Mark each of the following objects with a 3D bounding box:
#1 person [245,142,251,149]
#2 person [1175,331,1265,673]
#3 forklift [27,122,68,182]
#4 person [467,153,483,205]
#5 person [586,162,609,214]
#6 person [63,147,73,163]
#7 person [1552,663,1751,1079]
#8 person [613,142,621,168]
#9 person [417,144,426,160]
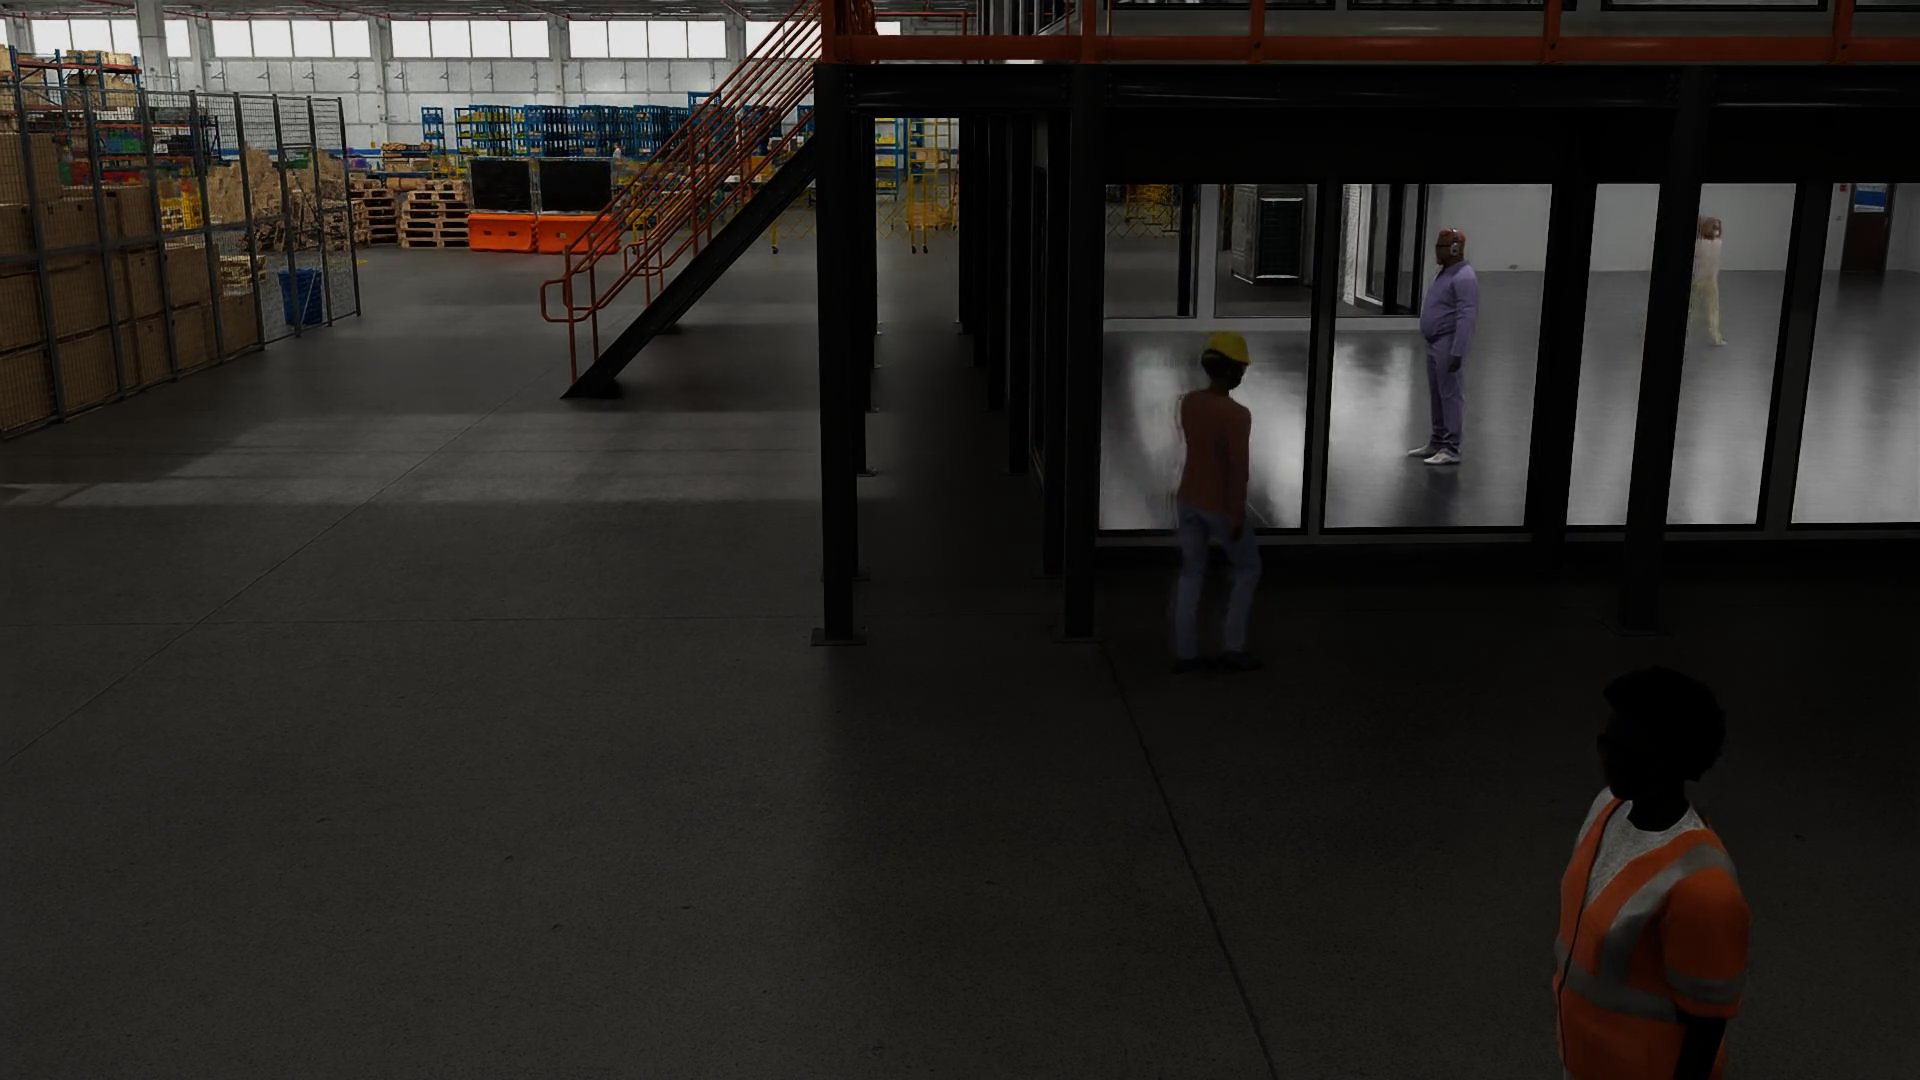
[{"bbox_3d":[-36.844,-19.646,85.951,0.691,1.867,0.663,5,15,20],"label":"person"},{"bbox_3d":[1.328,-0.180,8.380,0.578,1.738,0.519,-10,17,-34],"label":"person"},{"bbox_3d":[-35.376,-14.773,64.377,1.129,2.768,1.873,-1,14,-2],"label":"forklift"},{"bbox_3d":[-15.530,-11.508,53.497,1.005,1.819,0.561,3,14,14],"label":"person"},{"bbox_3d":[-10.389,-9.983,47.638,0.979,1.695,0.564,-10,17,-34],"label":"person"},{"bbox_3d":[-40.229,-16.888,75.084,0.662,1.782,0.432,10,17,35],"label":"person"},{"bbox_3d":[1.377,1.075,3.436,0.315,1.696,0.541,-1,14,-3],"label":"person"},{"bbox_3d":[-15.796,-17.335,76.592,0.408,1.906,0.653,-1,14,-3],"label":"person"},{"bbox_3d":[-27.606,-19.347,84.995,0.799,1.715,0.583,-11,18,-38],"label":"person"}]
